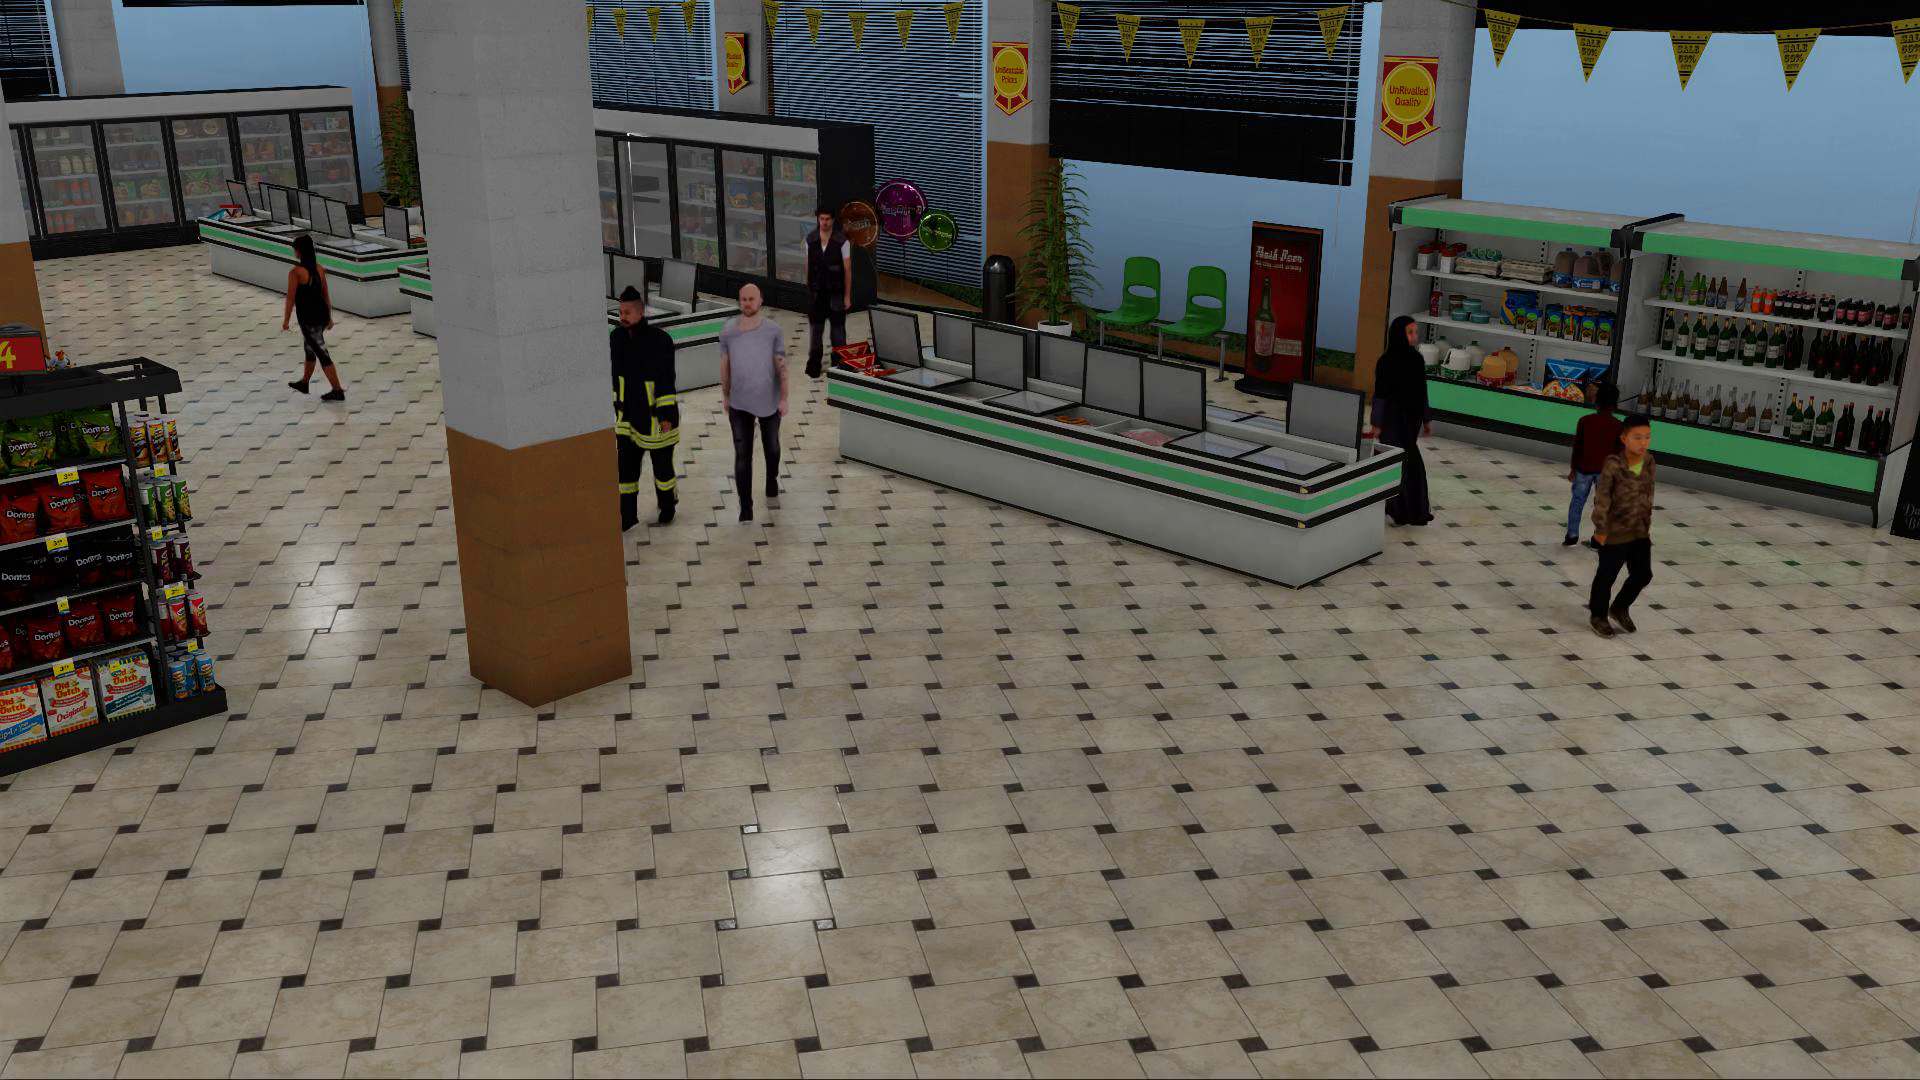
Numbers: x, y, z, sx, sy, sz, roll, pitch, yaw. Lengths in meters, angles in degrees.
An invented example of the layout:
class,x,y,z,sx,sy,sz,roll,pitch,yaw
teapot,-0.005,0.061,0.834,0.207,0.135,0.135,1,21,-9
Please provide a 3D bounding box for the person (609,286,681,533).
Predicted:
class,x,y,z,sx,sy,sz,roll,pitch,yaw
person,-2.359,-1.019,12.689,1.035,1.838,1.079,3,19,9

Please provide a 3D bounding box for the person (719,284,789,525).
class,x,y,z,sx,sy,sz,roll,pitch,yaw
person,-1.573,-1.082,12.959,1.214,1.784,1.317,-1,19,-3

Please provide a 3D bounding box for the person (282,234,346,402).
class,x,y,z,sx,sy,sz,roll,pitch,yaw
person,-6.310,-2.162,16.395,1.045,1.635,0.852,6,19,17

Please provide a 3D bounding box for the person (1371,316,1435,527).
class,x,y,z,sx,sy,sz,roll,pitch,yaw
person,3.333,-0.937,12.826,0.802,1.595,1.163,-11,21,-29

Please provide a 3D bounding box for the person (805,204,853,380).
class,x,y,z,sx,sy,sz,roll,pitch,yaw
person,-1.364,-2.601,17.436,1.224,1.802,1.203,3,19,8

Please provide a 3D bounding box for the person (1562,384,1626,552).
class,x,y,z,sx,sy,sz,roll,pitch,yaw
person,4.628,-0.517,12.110,0.583,1.255,0.668,8,20,23

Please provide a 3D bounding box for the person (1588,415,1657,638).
class,x,y,z,sx,sy,sz,roll,pitch,yaw
person,4.188,-0.106,10.594,0.711,1.446,0.741,-5,19,-13
